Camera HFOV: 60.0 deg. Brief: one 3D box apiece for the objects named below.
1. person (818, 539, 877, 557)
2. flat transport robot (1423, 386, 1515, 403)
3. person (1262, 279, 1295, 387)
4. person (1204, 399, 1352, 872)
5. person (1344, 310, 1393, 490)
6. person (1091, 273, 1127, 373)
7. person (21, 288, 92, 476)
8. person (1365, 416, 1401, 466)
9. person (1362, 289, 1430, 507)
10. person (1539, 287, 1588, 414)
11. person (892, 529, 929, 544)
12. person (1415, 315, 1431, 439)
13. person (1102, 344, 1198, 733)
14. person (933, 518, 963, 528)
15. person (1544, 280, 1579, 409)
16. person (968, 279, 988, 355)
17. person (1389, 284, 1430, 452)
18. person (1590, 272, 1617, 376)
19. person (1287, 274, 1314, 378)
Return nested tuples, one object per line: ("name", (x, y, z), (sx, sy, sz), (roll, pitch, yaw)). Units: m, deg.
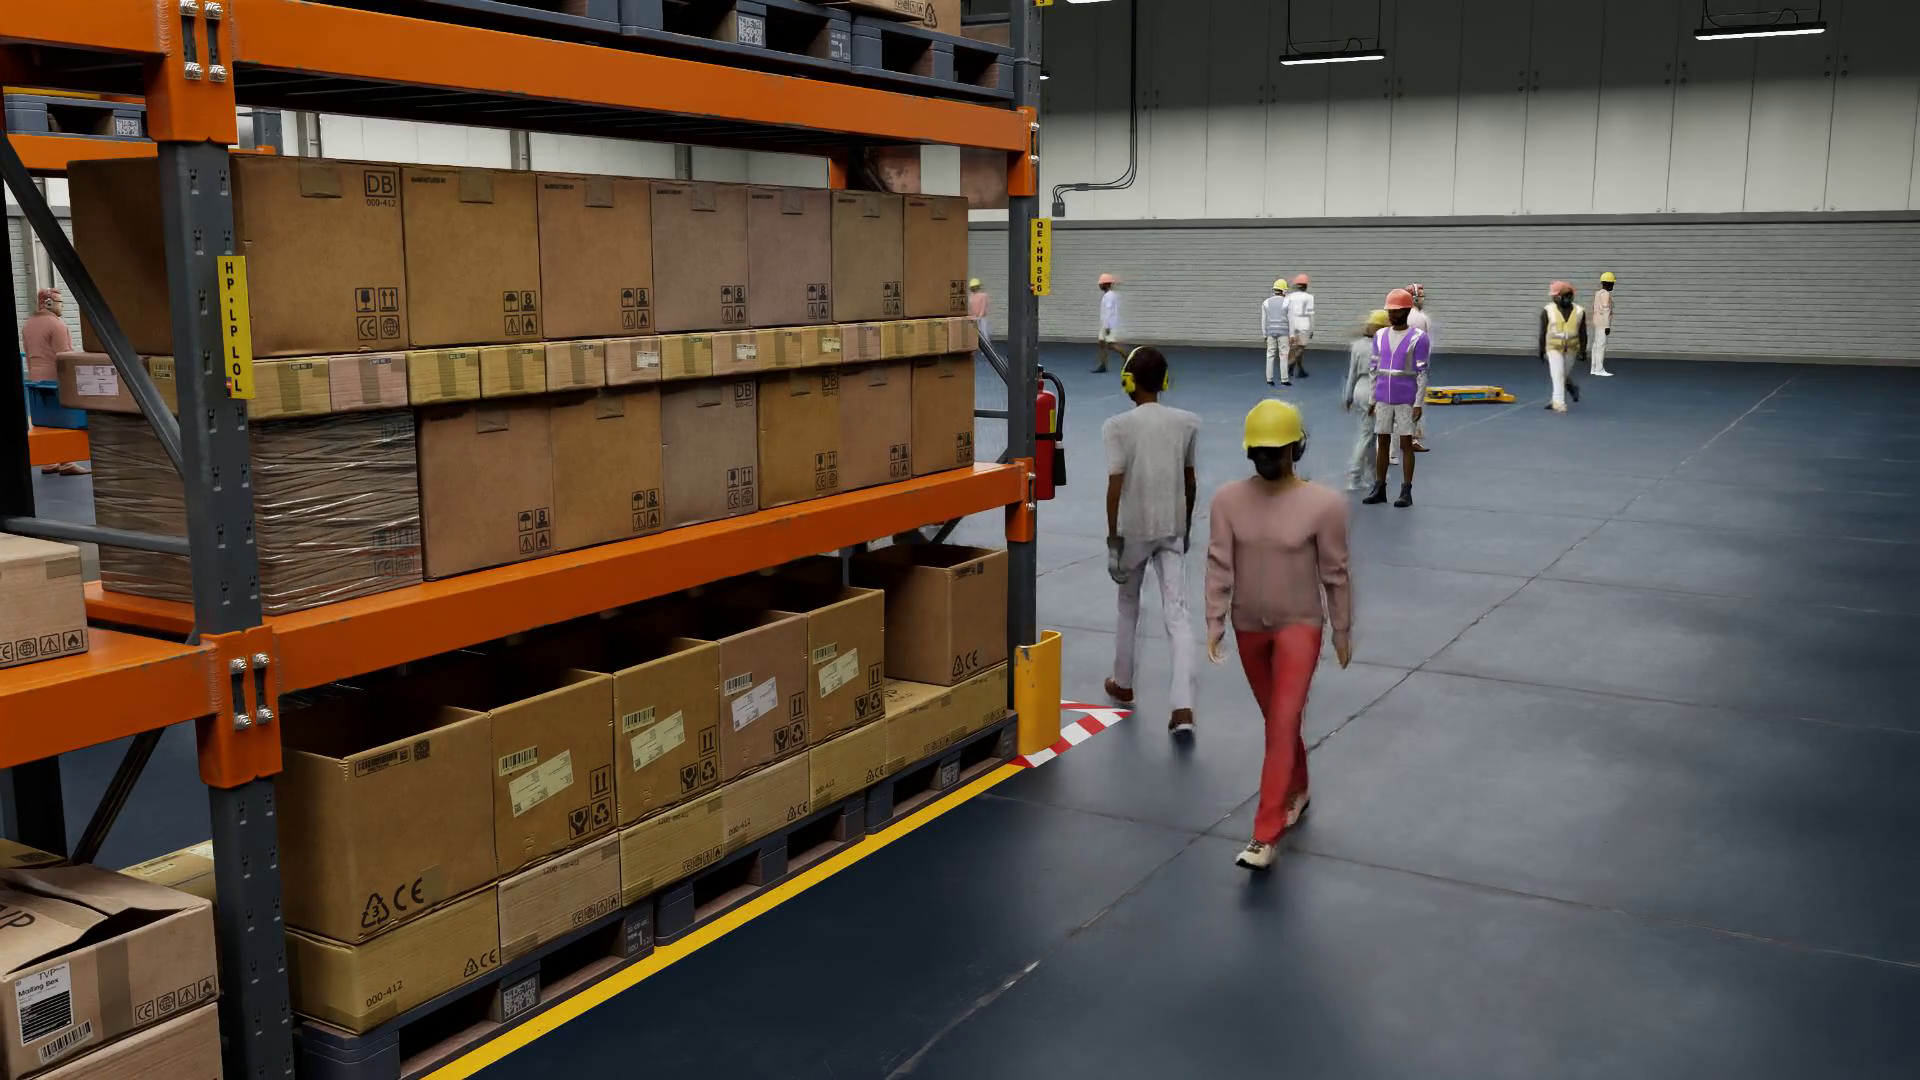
("person", (-0.752, -0.107, 9.047), (0.551, 1.595, 0.848), (5, 11, 29))
("flat transport robot", (7.652, -2.226, 25.347), (1.431, 0.197, 0.652), (-3, 10, -18))
("person", (5.451, -3.529, 28.408), (0.586, 1.833, 0.403), (6, 12, 33))
("person", (1.182, 0.324, 6.213), (0.512, 1.707, 0.953), (6, 12, 33))
("person", (4.021, -1.344, 15.961), (0.784, 1.706, 0.498), (-6, 11, -31))
("person", (2.918, -4.105, 31.589), (0.760, 1.914, 0.546), (-1, 10, -4))
("person", (-9.212, -1.605, 16.942), (0.640, 1.904, 0.401), (6, 11, 32))
("person", (4.526, -1.591, 17.652), (0.511, 1.634, 0.312), (-8, 13, -40))
("person", (3.885, -1.263, 14.835), (0.545, 1.938, 0.360), (8, 12, 39))
("person", (8.637, -2.722, 23.825), (0.635, 1.805, 0.960), (1, 10, 4))
("person", (-0.374, -0.570, 10.876), (0.453, 1.901, 0.621), (1, 10, 4))
("person", (5.367, -2.080, 20.053), (0.632, 1.802, 0.952), (7, 12, 35))
("person", (0.920, -0.017, 7.926), (0.519, 1.817, 1.010), (-2, 10, -10))
("person", (-0.443, -0.858, 13.496), (0.860, 1.591, 0.503), (1, 10, 5))
("person", (8.840, -2.855, 24.336), (0.801, 1.893, 0.554), (-7, 12, -37))
("person", (0.379, -4.998, 37.365), (0.516, 1.701, 0.926), (6, 11, 31))
("person", (5.165, -1.967, 19.047), (0.409, 1.907, 0.651), (-3, 10, -15))
("person", (11.997, -4.020, 31.001), (0.370, 1.928, 0.585), (1, 10, 4))
("person", (6.164, -3.888, 30.300), (0.547, 1.917, 0.746), (9, 13, 43))
